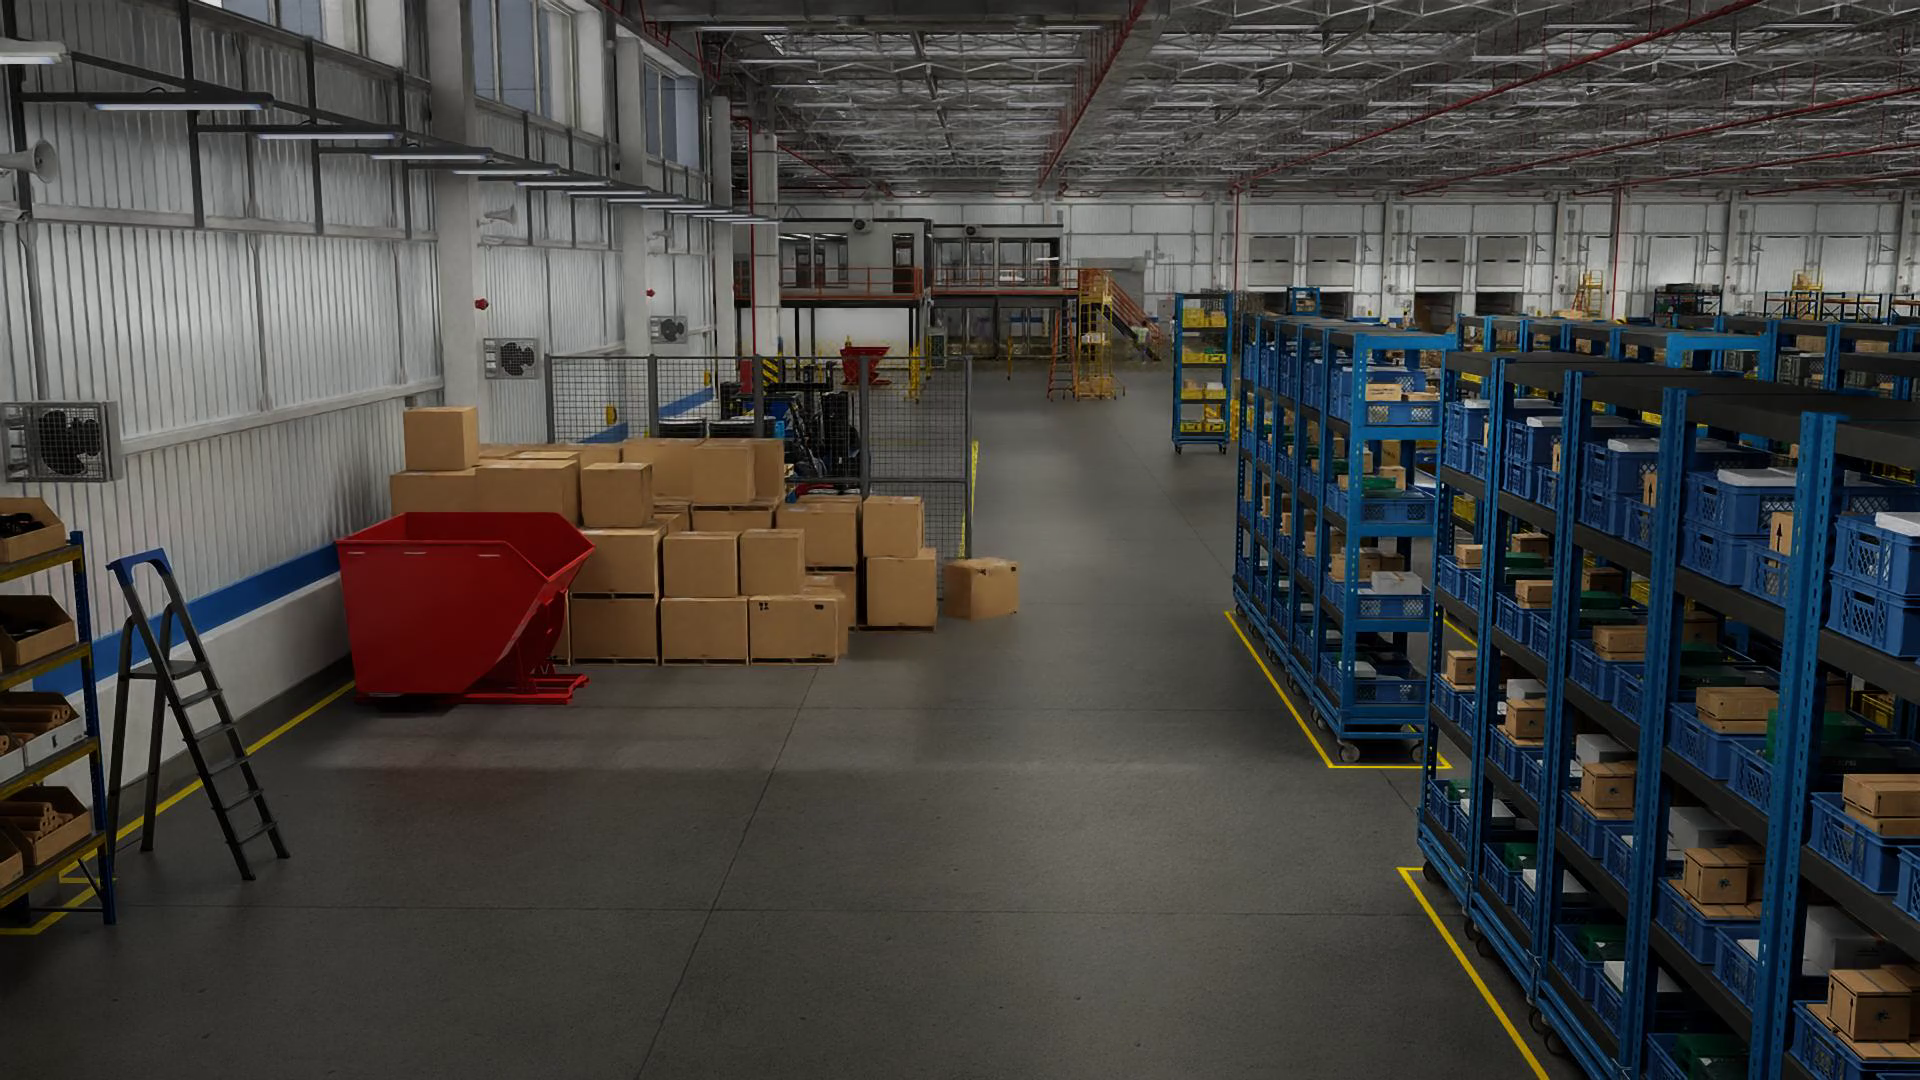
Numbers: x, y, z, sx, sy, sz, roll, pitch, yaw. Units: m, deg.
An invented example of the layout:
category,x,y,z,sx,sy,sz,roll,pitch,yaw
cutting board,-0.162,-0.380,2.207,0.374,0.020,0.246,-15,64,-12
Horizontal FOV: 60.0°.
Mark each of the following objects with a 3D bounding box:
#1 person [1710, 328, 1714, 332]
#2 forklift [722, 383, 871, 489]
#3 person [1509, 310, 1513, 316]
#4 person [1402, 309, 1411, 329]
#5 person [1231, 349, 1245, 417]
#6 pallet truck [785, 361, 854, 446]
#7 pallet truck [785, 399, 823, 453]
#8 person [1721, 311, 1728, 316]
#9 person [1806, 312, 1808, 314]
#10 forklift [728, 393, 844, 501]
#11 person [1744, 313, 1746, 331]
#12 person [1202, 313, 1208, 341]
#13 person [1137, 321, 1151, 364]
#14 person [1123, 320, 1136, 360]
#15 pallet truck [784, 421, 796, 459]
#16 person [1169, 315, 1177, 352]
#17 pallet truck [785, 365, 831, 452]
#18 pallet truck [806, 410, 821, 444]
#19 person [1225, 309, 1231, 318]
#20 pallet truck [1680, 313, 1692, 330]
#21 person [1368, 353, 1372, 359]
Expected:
category,x,y,z,sx,sy,sz,roll,pitch,yaw
person,33.352,-8.811,73.859,0.381,1.934,0.545,4,10,21
forklift,-2.893,-1.687,28.729,2.680,1.987,1.157,0,9,-1
person,31.973,-12.389,96.208,0.800,1.844,0.521,0,9,1
person,25.281,-12.131,94.364,0.587,1.918,0.395,-5,11,-30
person,7.992,-4.332,46.058,1.062,2.000,0.607,8,12,42
pallet truck,-3.410,-3.193,38.978,1.885,1.965,0.823,0,9,-1
pallet truck,-3.814,-2.432,36.419,1.630,1.274,0.653,0,9,1
person,40.141,-11.038,87.238,0.631,2.000,0.695,-1,9,-8
person,44.835,-11.142,88.227,0.367,1.931,0.629,2,9,13
forklift,-2.979,-1.316,26.476,2.680,1.987,1.157,0,9,1
person,41.765,-11.202,88.896,0.555,1.827,0.649,8,12,41
person,14.294,-12.567,97.126,0.500,1.890,0.682,6,11,34
person,8.156,-8.724,73.402,0.618,1.896,0.602,6,11,34
person,7.767,-9.166,76.247,0.621,1.857,0.634,4,10,24
pallet truck,-4.013,-1.793,32.705,1.601,1.201,0.680,0,9,1
person,10.837,-10.432,83.985,0.575,1.883,0.362,-3,10,-17
pallet truck,-3.774,-2.976,37.635,1.885,1.965,0.823,1,9,5
pallet truck,-3.559,-2.018,33.905,1.522,1.261,0.704,0,9,-1
person,15.532,-12.405,96.065,0.611,1.912,0.583,-2,9,-10
pallet truck,36.315,-10.531,84.244,0.823,1.965,1.885,-6,11,-33
person,13.002,-5.232,52.116,0.403,1.821,0.596,-2,10,-15
